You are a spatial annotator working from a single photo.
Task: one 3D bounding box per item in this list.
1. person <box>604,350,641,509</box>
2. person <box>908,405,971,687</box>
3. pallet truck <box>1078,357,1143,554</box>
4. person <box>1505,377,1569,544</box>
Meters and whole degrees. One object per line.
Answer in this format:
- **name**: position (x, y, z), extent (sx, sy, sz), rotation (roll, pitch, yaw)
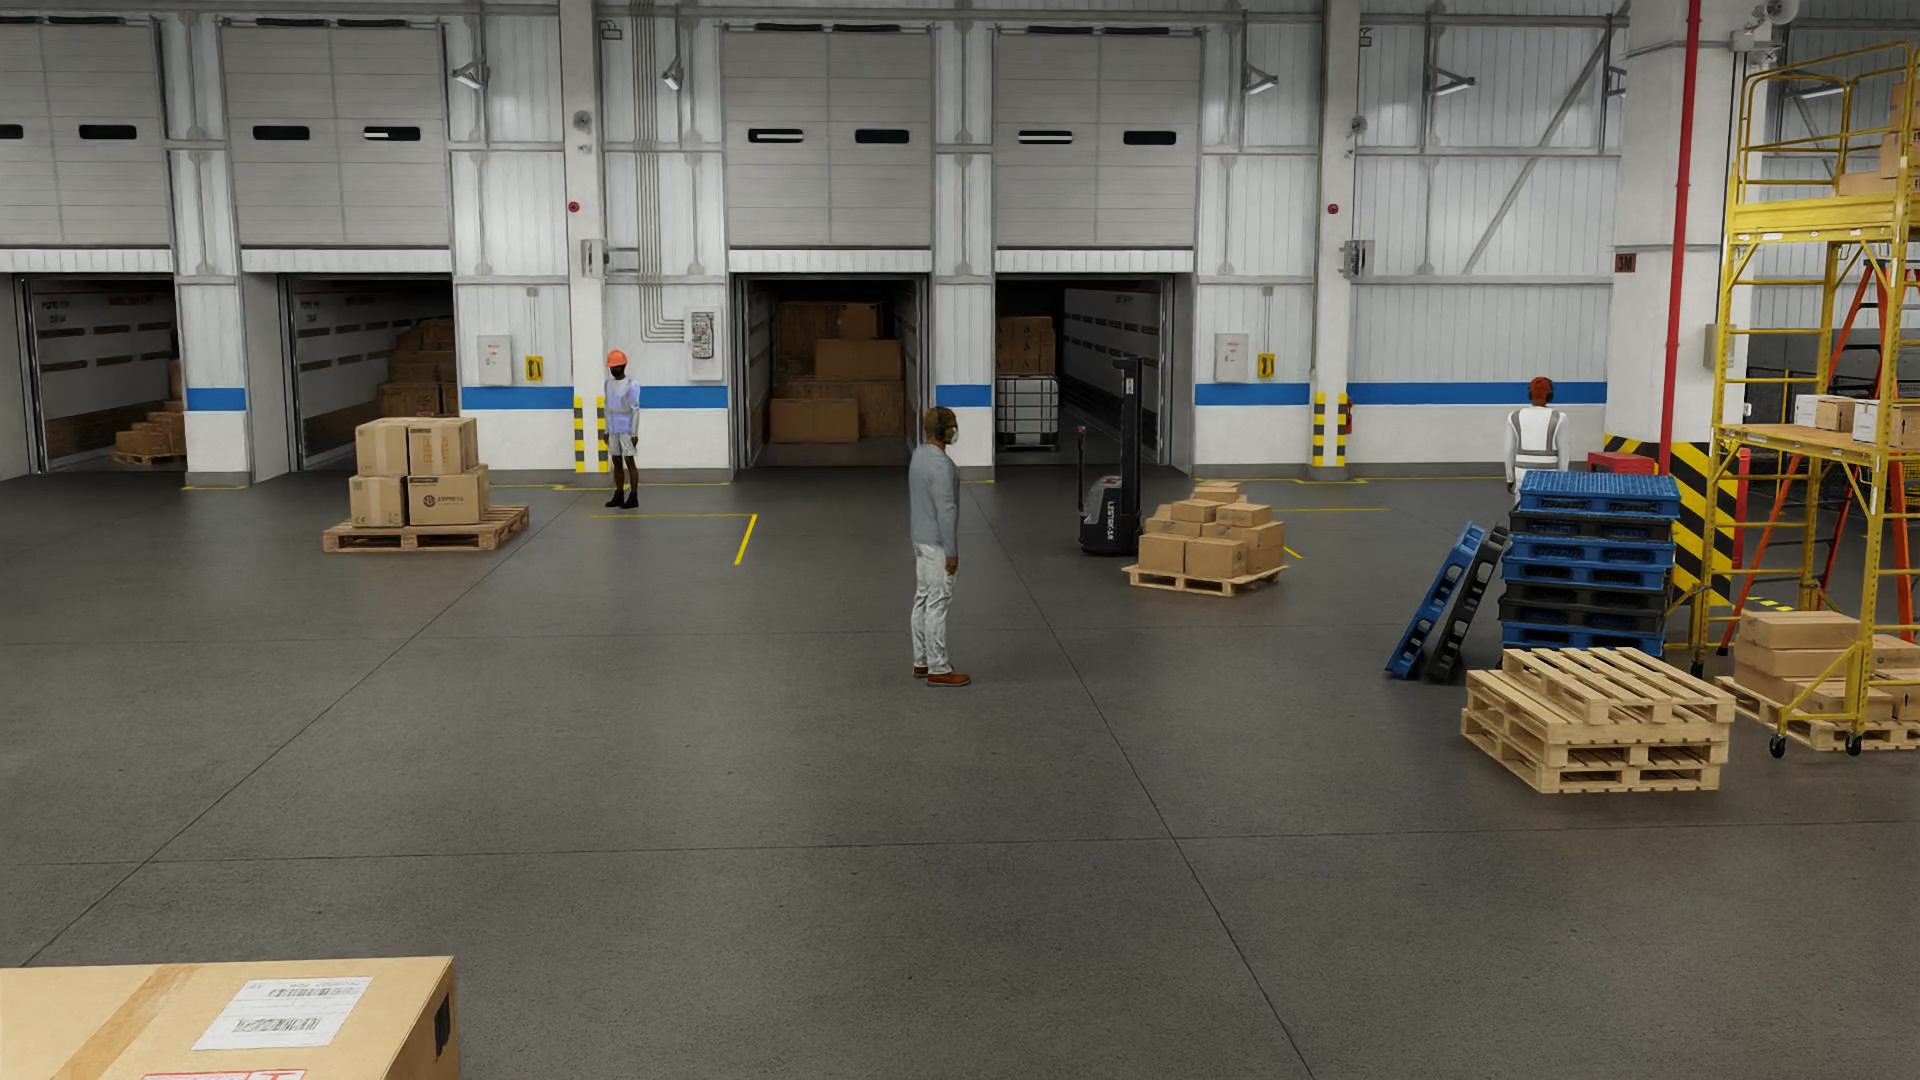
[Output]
- **person**: position (-4.114, -1.338, 20.139), extent (0.543, 1.929, 0.385), rotation (6, 11, 33)
- **person**: position (-0.154, 0.039, 11.446), extent (0.361, 1.939, 0.635), rotation (-3, 10, -20)
- **pallet truck**: position (2.088, -0.836, 16.757), extent (1.885, 1.965, 0.823), rotation (2, 9, 13)
- **person**: position (5.372, -0.578, 15.497), extent (0.575, 1.883, 0.355), rotation (6, 11, 33)
